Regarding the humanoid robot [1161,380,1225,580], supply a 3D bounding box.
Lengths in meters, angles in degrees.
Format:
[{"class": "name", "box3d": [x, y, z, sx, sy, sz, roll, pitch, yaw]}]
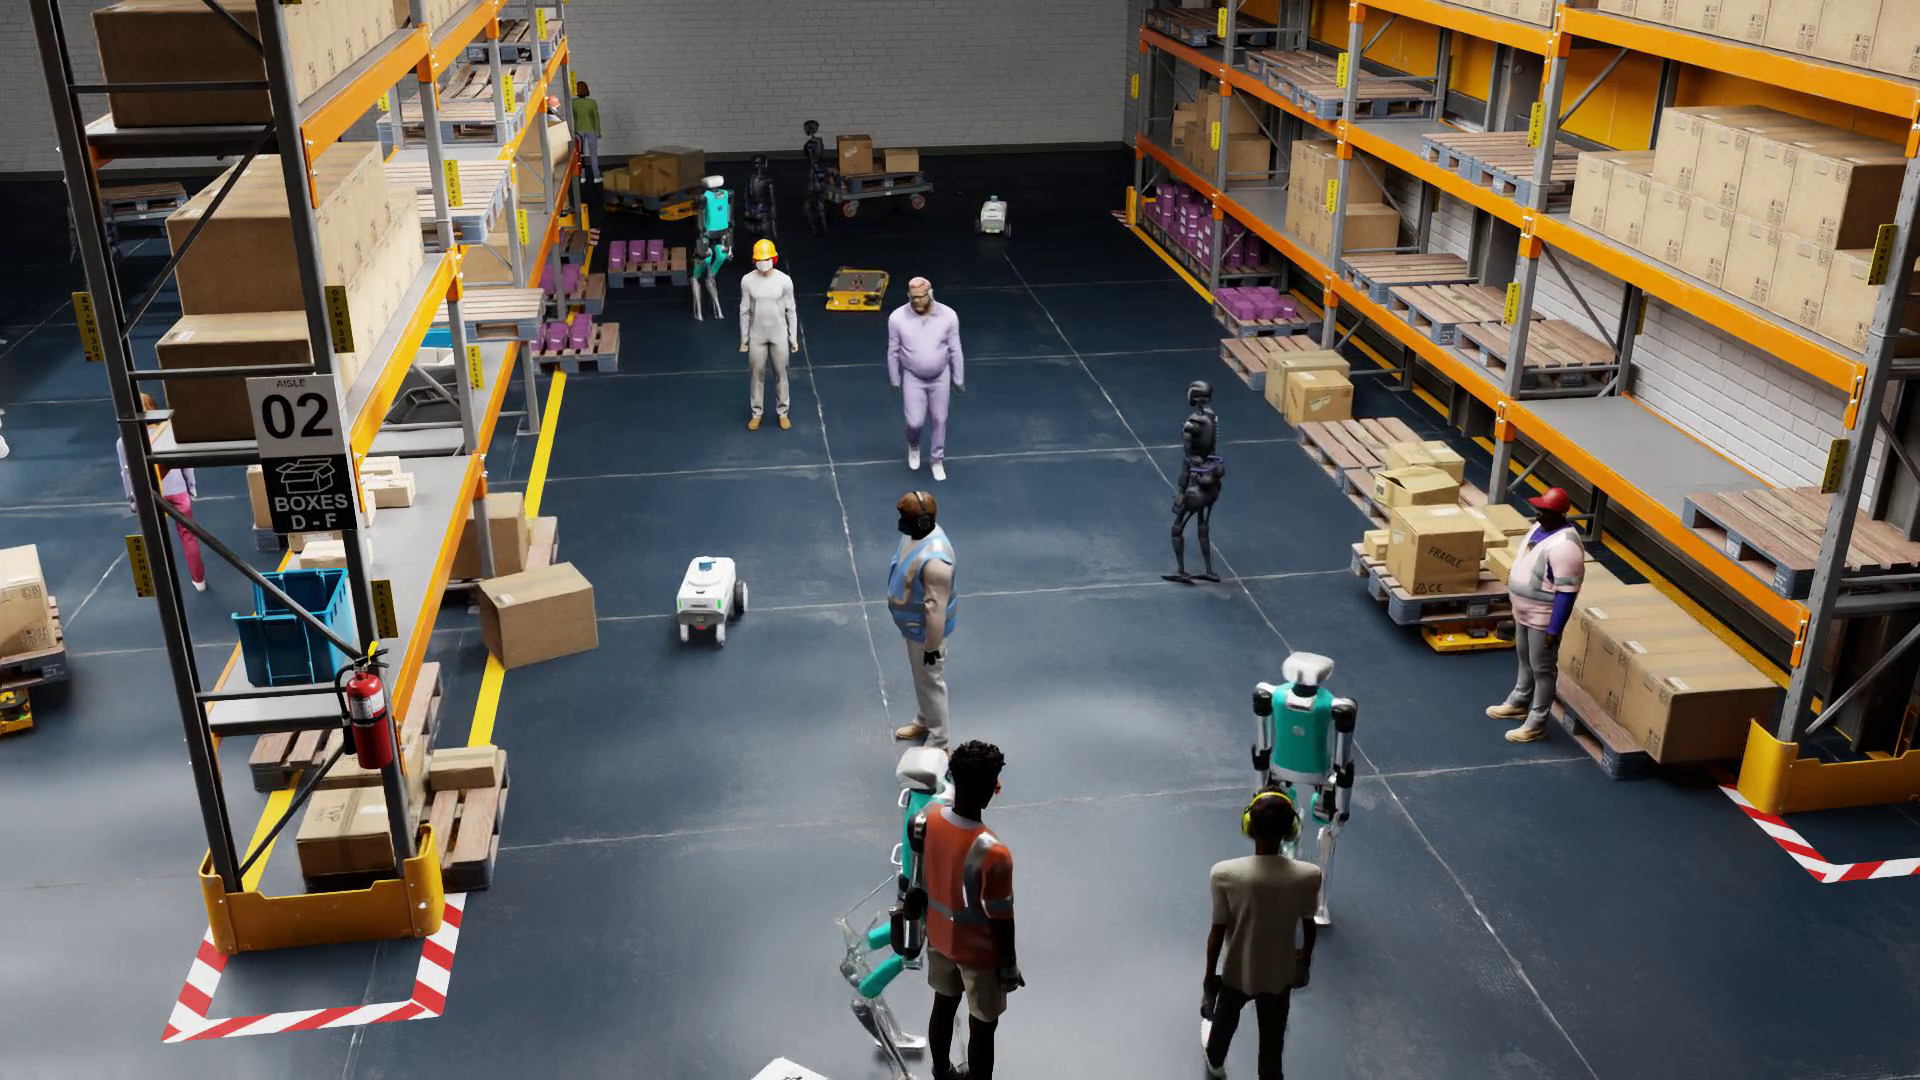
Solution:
[{"class": "humanoid robot", "box3d": [1.846, -0.457, 12.962, 0.429, 1.643, 0.590, 14, 27, 28]}]

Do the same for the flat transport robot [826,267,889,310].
[{"class": "flat transport robot", "box3d": [-1.272, -3.144, 20.841, 0.659, 0.231, 1.431, 1, 24, 2]}]

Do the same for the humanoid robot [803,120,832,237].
[{"class": "humanoid robot", "box3d": [-2.044, -5.128, 23.606, 0.387, 1.646, 0.613, 3, 24, 7]}]

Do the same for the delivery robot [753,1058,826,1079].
[{"class": "delivery robot", "box3d": [-0.899, 2.657, 7.292, 0.499, 0.612, 0.815, 14, 27, 29]}]

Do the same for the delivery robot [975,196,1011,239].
[{"class": "delivery robot", "box3d": [0.478, -4.620, 23.866, 0.525, 0.609, 0.780, 2, 24, 5]}]

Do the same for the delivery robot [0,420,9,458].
[{"class": "delivery robot", "box3d": [-9.390, -0.993, 15.578, 0.782, 0.589, 0.499, -16, 28, -32]}]

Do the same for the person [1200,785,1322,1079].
[{"class": "person", "box3d": [1.322, 1.899, 7.434, 0.515, 1.806, 1.019, 0, 24, 1]}]

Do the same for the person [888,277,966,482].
[{"class": "person", "box3d": [-0.300, -1.446, 14.962, 0.681, 1.883, 0.443, -3, 24, -8]}]

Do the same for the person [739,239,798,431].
[{"class": "person", "box3d": [-1.862, -1.996, 16.205, 0.569, 1.896, 0.375, 0, 24, -1]}]

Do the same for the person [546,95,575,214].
[{"class": "person", "box3d": [-6.092, -5.812, 25.069, 0.562, 1.752, 0.326, 12, 26, 25]}]

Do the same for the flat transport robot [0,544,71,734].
[{"class": "flat transport robot", "box3d": [-6.792, 0.987, 11.430, 0.659, 0.231, 1.431, -13, 27, -27]}]

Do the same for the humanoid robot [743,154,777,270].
[{"class": "humanoid robot", "box3d": [-2.598, -4.068, 21.206, 0.609, 1.644, 0.484, 20, 30, 37]}]

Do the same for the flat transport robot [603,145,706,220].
[{"class": "flat transport robot", "box3d": [-4.641, -5.063, 25.211, 1.431, 0.231, 0.659, 15, 28, 30]}]

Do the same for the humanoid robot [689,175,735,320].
[{"class": "humanoid robot", "box3d": [-3.025, -3.459, 19.765, 0.532, 1.808, 0.761, -21, 31, -39]}]

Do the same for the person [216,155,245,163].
[{"class": "person", "box3d": [-10.967, -5.899, 25.223, 0.988, 1.786, 0.639, 4, 24, 9]}]

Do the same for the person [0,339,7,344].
[{"class": "person", "box3d": [-11.121, -3.000, 18.674, 0.332, 1.743, 0.558, 3, 24, 7]}]

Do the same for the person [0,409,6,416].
[{"class": "person", "box3d": [-9.893, -2.122, 16.440, 0.430, 1.945, 0.493, 13, 27, 27]}]

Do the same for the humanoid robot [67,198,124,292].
[{"class": "humanoid robot", "box3d": [-10.376, -3.526, 19.967, 0.412, 1.636, 0.601, 20, 31, 38]}]

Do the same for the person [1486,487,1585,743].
[{"class": "person", "box3d": [3.734, 0.474, 10.750, 0.418, 1.755, 0.611, -1, 24, -3]}]

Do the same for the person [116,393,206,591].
[{"class": "person", "box3d": [-6.120, -0.339, 12.759, 0.498, 1.629, 0.287, -15, 28, -31]}]

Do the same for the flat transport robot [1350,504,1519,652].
[{"class": "flat transport robot", "box3d": [3.668, 0.444, 12.666, 0.659, 0.231, 1.431, -3, 24, -7]}]

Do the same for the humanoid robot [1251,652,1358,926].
[{"class": "humanoid robot", "box3d": [1.861, 1.303, 8.861, 0.532, 1.760, 0.781, 11, 26, 23]}]

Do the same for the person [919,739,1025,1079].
[{"class": "person", "box3d": [0.047, 1.785, 7.511, 0.375, 1.958, 0.603, -20, 31, -39]}]

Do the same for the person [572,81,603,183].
[{"class": "person", "box3d": [-6.098, -6.648, 27.119, 0.499, 1.636, 0.285, 2, 24, 4]}]

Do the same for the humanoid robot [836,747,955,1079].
[{"class": "humanoid robot", "box3d": [-0.364, 1.770, 7.826, 0.692, 1.802, 0.531, 3, 24, 7]}]

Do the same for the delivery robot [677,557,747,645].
[{"class": "delivery robot", "box3d": [-1.879, 0.411, 12.406, 0.499, 0.612, 0.794, 0, 24, 1]}]

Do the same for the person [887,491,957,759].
[{"class": "person", "box3d": [-0.239, 0.541, 10.508, 0.431, 1.837, 0.632, -5, 24, -12]}]
